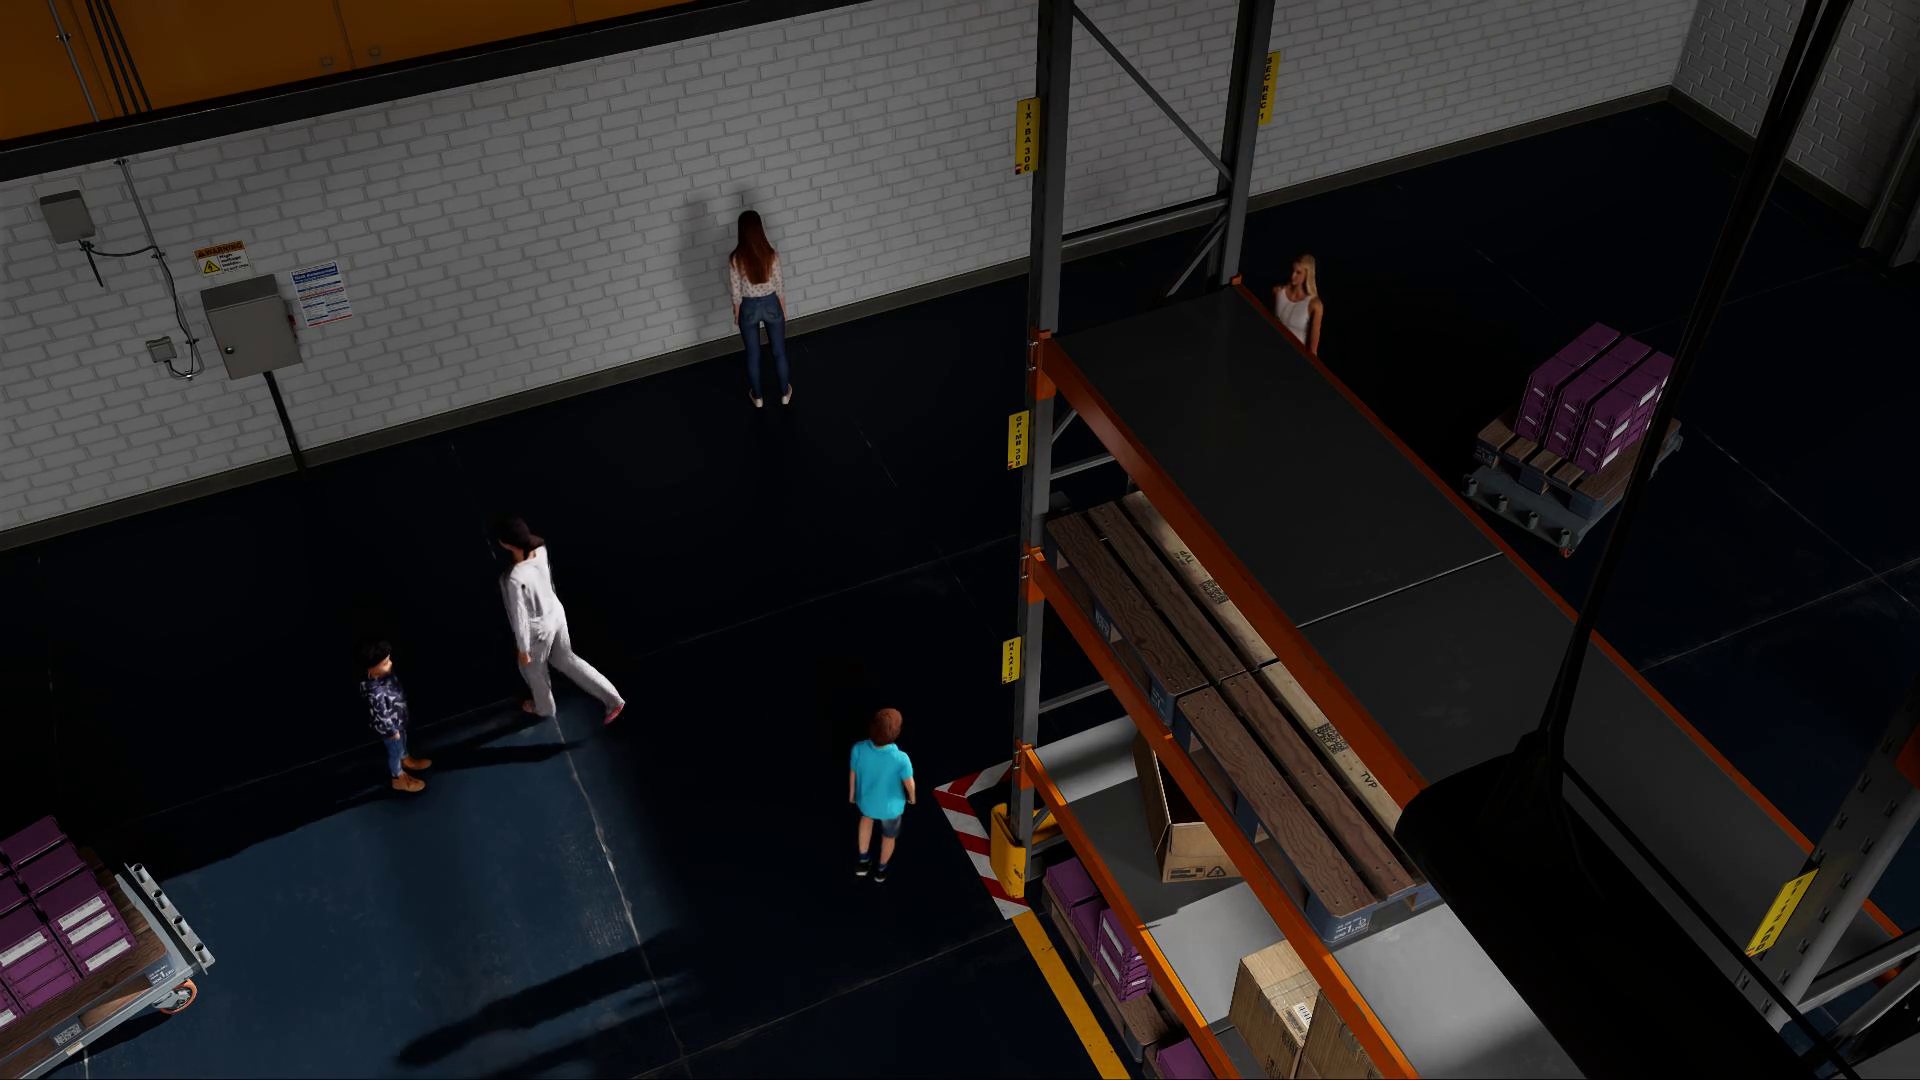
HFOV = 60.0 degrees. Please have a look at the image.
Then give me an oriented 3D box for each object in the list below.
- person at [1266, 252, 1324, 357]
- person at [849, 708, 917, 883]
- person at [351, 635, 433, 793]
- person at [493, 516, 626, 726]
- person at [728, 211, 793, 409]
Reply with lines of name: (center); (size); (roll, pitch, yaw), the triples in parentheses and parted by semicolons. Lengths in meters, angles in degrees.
person: (2.486, -1.391, 12.371); (1.031, 1.785, 0.924); (33, 53, 30)
person: (-0.479, 1.527, 9.560); (0.644, 1.437, 0.697); (9, 44, 9)
person: (-3.501, 1.059, 10.186); (0.621, 1.250, 0.527); (0, 44, 0)
person: (-2.529, 0.539, 10.367); (1.081, 1.753, 1.028); (12, 45, 12)
person: (-1.539, -1.770, 12.809); (0.628, 1.728, 0.591); (-7, 44, -7)
